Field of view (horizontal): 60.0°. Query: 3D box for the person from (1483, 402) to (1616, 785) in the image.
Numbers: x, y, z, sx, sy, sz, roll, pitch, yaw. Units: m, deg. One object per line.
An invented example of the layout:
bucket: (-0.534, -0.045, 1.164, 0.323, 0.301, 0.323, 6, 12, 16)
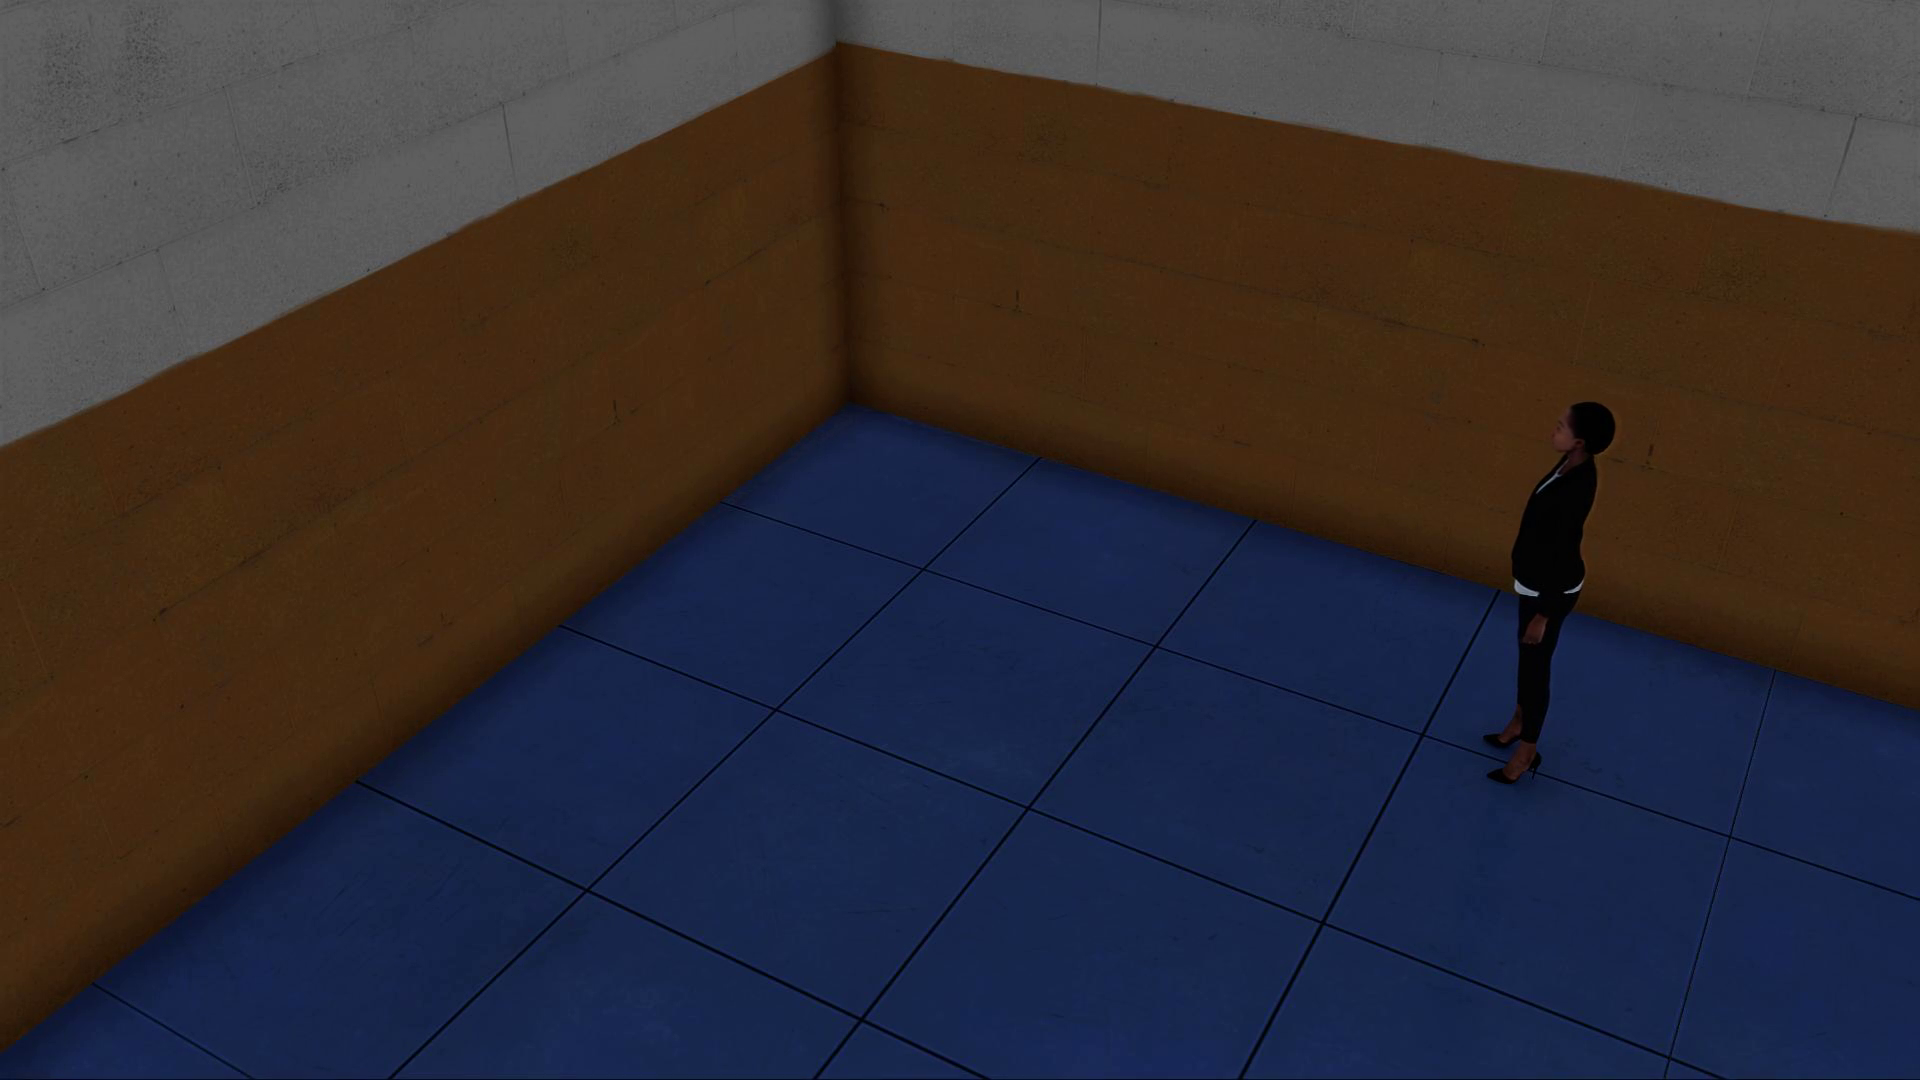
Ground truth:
person: (2.441, 0.237, 6.943, 0.727, 1.834, 0.550, 8, 35, 12)
